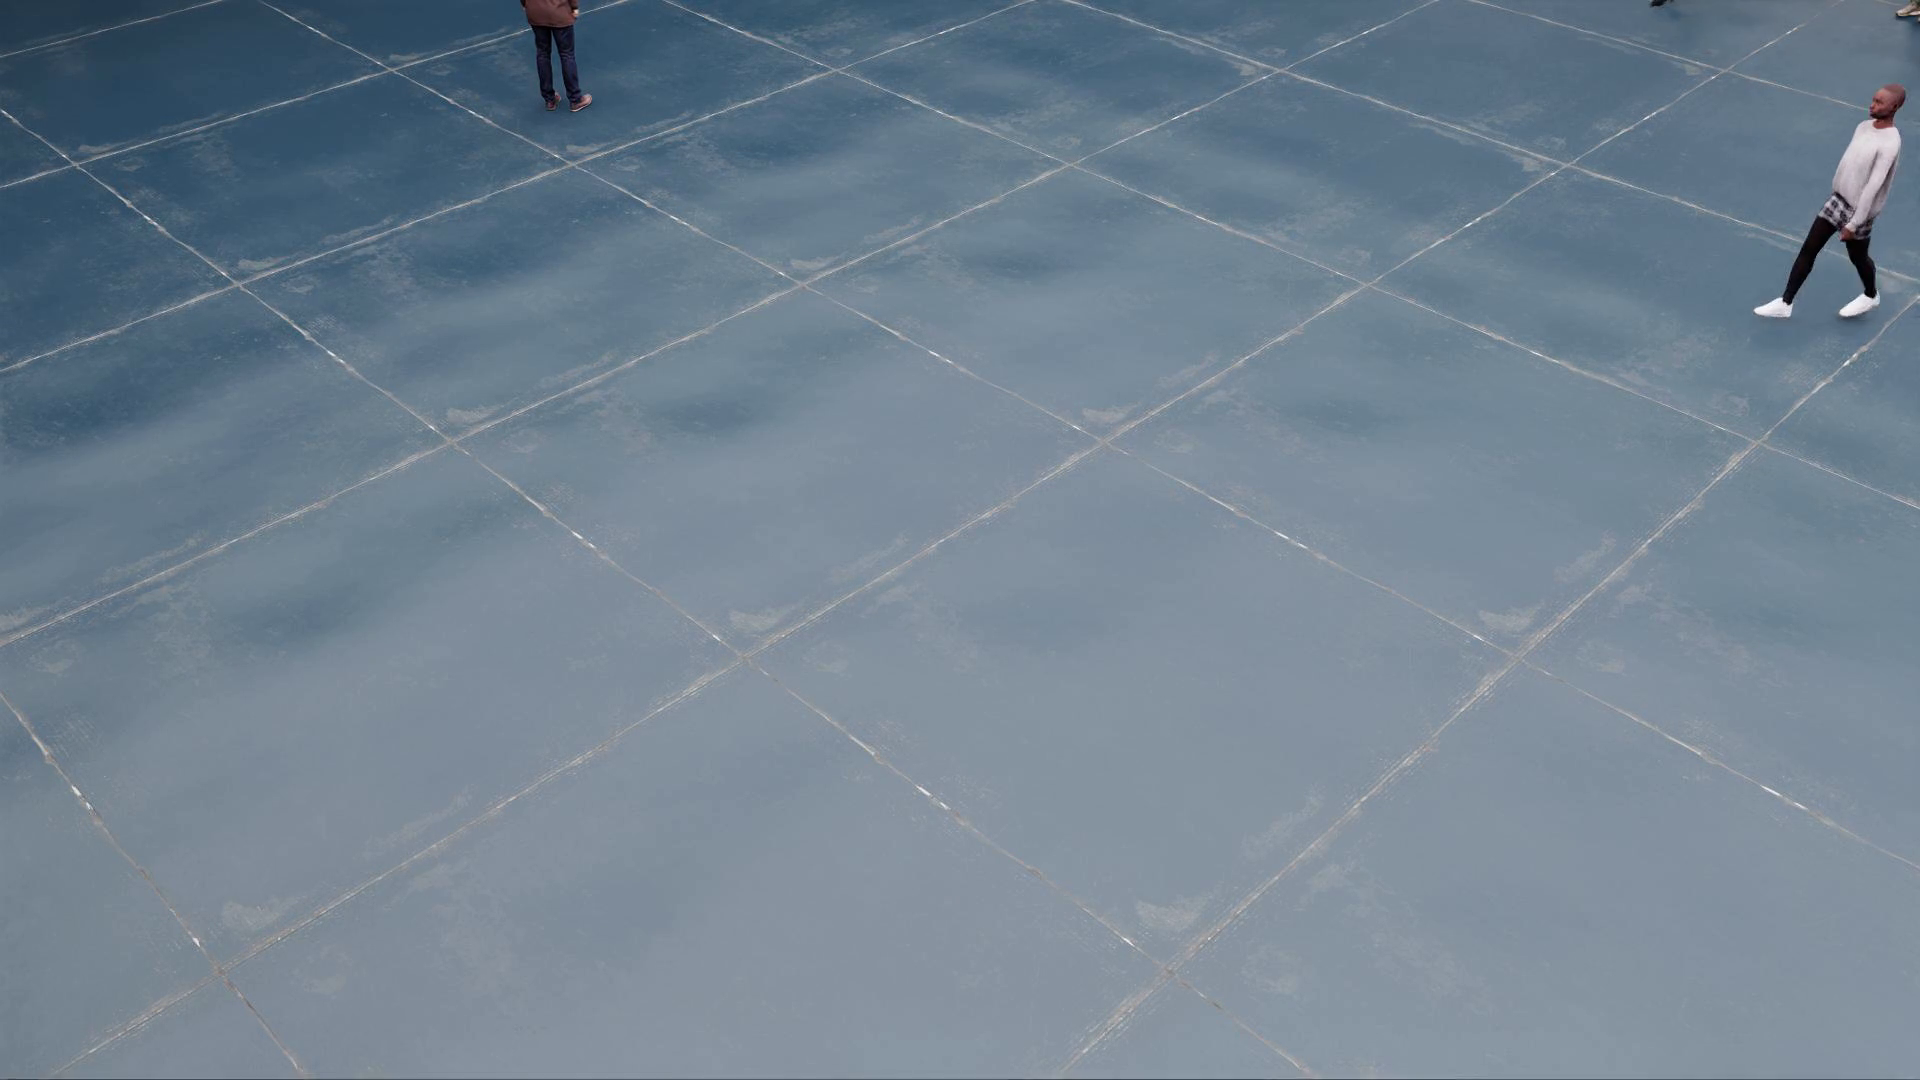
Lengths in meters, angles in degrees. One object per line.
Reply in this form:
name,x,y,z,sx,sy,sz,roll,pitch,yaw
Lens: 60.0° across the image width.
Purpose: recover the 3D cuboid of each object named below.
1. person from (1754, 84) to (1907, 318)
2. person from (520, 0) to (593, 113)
person,6.290,-2.288,11.535,1.227,1.742,1.077,-5,38,-7
person,-3.615,-4.695,14.615,0.863,1.847,0.869,8,38,11
